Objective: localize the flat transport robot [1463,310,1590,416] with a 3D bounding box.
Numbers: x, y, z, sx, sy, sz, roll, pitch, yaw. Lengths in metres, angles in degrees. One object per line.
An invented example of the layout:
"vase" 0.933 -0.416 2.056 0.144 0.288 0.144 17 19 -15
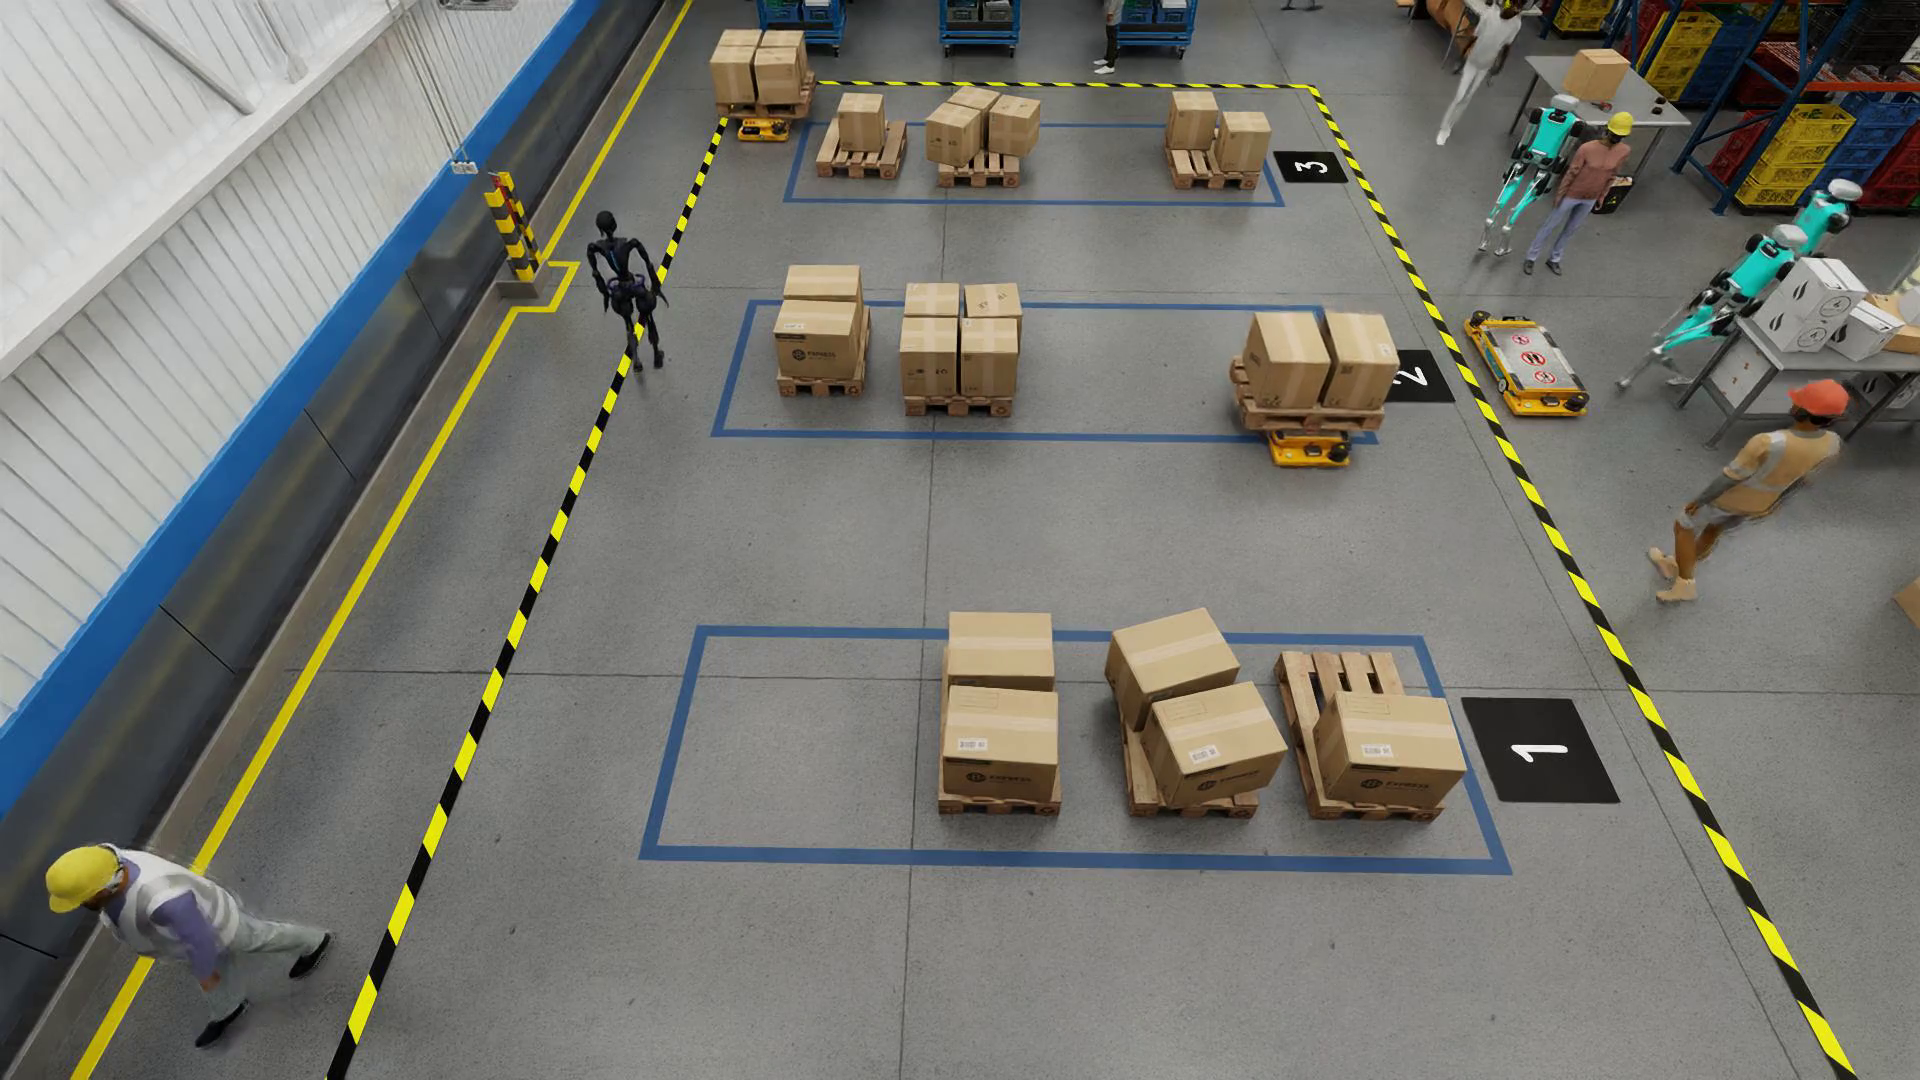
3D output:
"flat transport robot" 5.573 -1.757 9.054 0.659 0.231 1.431 1 49 1

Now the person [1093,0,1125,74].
"person" 2.162 -7.701 13.154 0.395 1.849 0.587 4 49 4

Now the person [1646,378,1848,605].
"person" 5.653 -0.289 6.621 0.629 2.031 0.700 -2 49 -2

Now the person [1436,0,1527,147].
"person" 6.599 -5.966 11.662 0.573 1.833 0.741 11 50 10

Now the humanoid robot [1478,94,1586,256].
"humanoid robot" 5.993 -3.814 9.778 0.735 1.672 0.533 -36 58 -27

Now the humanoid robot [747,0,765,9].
"humanoid robot" -3.447 -9.611 14.960 0.770 1.640 0.610 26 54 21

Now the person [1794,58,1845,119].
"person" 10.876 -5.744 11.454 0.317 1.860 0.508 11 50 10

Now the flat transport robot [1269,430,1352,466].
"flat transport robot" 3.161 -1.256 8.602 0.652 0.197 1.431 1 49 1

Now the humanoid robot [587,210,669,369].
"humanoid robot" -3.077 -2.285 8.578 0.610 1.639 0.423 -7 49 -6

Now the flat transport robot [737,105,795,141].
"flat transport robot" -2.634 -5.942 12.658 0.652 0.197 1.431 1 49 1

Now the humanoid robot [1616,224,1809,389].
"humanoid robot" 6.646 -2.030 8.336 1.005 1.730 0.543 -4 49 -3

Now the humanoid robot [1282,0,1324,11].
"humanoid robot" 5.743 -9.463 14.806 0.671 1.636 0.588 -8 50 -7

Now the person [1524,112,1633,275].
"person" 6.560 -3.629 9.683 0.524 1.768 0.313 2 49 2

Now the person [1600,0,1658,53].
"person" 9.613 -7.535 13.079 0.318 1.742 0.487 -37 58 -27

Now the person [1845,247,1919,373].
"person" 8.646 -2.122 8.356 0.774 1.806 0.624 -1 49 -1

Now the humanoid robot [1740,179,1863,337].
"humanoid robot" 8.091 -2.540 8.815 0.722 1.872 0.556 3 49 3

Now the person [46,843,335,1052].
"person" -4.030 2.090 4.730 0.604 1.798 0.797 15 51 13
